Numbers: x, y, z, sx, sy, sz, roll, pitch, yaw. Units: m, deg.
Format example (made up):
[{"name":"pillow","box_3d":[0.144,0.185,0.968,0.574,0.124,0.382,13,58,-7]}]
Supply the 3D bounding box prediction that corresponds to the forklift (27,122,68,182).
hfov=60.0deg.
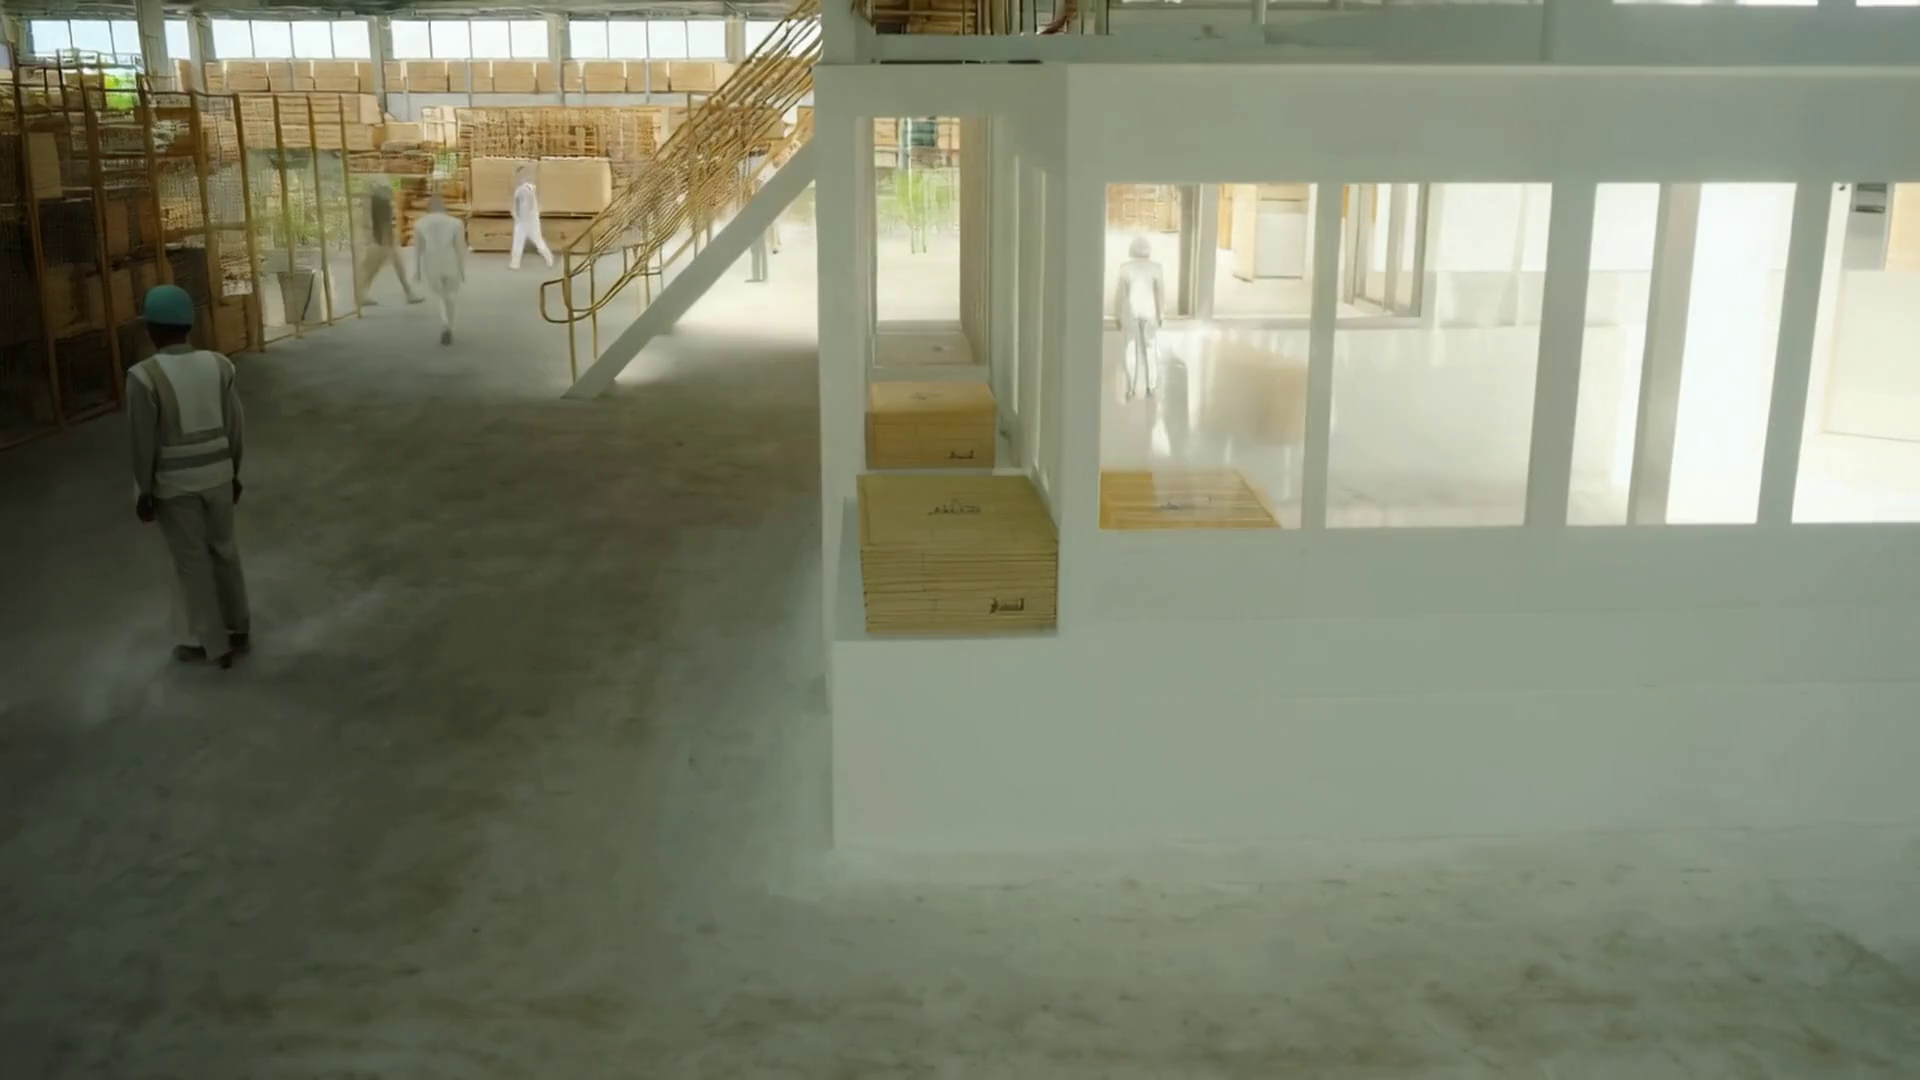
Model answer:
[{"name":"forklift","box_3d":[-35.376,-14.773,64.377,1.129,2.768,1.873,-1,14,-2]}]

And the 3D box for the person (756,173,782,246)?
[{"name":"person","box_3d":[-4.483,-7.572,38.014,0.934,1.699,0.530,8,16,30]}]

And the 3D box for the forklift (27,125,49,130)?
[{"name":"forklift","box_3d":[-37.689,-15.716,68.147,1.129,2.768,1.873,-1,14,-2]}]

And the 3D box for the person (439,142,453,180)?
[{"name":"person","box_3d":[-23.949,-17.596,77.665,0.672,1.891,0.420,-11,18,-37]}]

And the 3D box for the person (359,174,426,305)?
[{"name":"person","box_3d":[-8.858,-4.606,25.549,1.028,2.003,0.628,-10,17,-36]}]

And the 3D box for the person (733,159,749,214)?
[{"name":"person","box_3d":[-6.433,-10.351,48.756,0.508,1.872,0.329,5,15,17]}]

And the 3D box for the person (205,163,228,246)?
[{"name":"person","box_3d":[-16.897,-7.566,37.605,0.546,1.893,0.990,-2,14,-6]}]

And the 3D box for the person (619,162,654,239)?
[{"name":"person","box_3d":[-7.906,-8.209,40.237,0.854,1.855,0.576,1,14,3]}]

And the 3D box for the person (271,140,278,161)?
[{"name":"person","box_3d":[-37.708,-21.127,91.792,0.988,1.882,0.568,1,14,5]}]

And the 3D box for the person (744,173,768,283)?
[{"name":"person","box_3d":[-3.610,-5.471,29.136,0.375,1.922,0.594,9,17,32]}]

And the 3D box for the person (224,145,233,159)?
[{"name":"person","box_3d":[-32.642,-16.725,74.365,0.866,1.804,0.584,0,14,1]}]

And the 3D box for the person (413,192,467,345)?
[{"name":"person","box_3d":[-6.573,-3.440,21.081,0.639,1.903,0.968,-6,15,-24]}]

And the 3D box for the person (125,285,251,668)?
[{"name":"person","box_3d":[-3.933,-0.320,8.493,0.375,1.950,0.614,7,16,27]}]

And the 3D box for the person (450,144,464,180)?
[{"name":"person","box_3d":[-22.562,-16.828,74.681,0.563,1.850,0.390,-6,15,-23]}]

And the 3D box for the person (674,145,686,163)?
[{"name":"person","box_3d":[-13.107,-17.629,77.996,0.584,1.799,0.899,2,14,7]}]

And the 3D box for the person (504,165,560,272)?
[{"name":"person","box_3d":[-8.081,-6.060,31.256,0.982,2.000,0.683,2,14,9]}]
